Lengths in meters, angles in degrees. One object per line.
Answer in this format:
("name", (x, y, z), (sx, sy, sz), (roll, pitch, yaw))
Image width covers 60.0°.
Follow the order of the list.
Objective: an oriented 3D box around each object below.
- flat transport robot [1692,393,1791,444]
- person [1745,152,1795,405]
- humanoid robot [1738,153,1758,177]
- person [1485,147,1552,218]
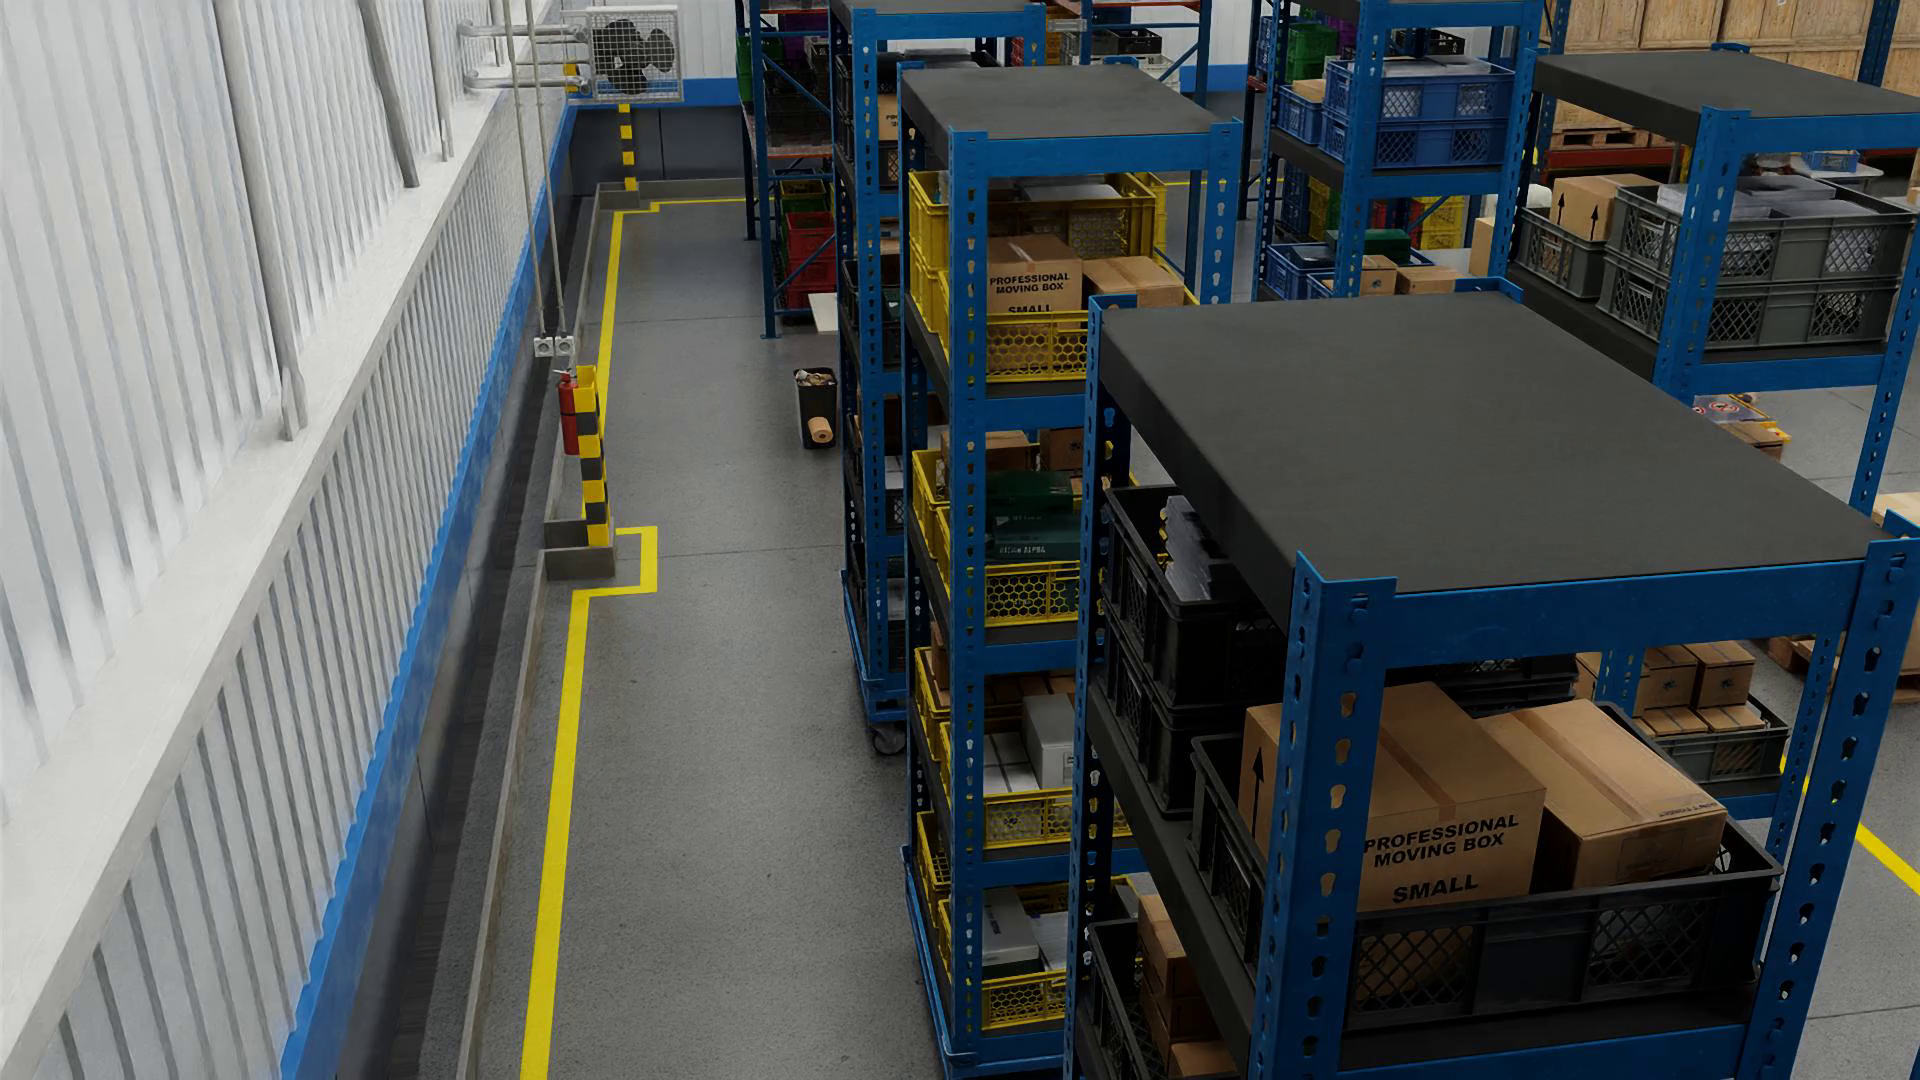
("flat transport robot", (5.224, -0.859, 12.132), (1.431, 0.197, 0.652), (-4, 25, -8))
("person", (5.993, -2.023, 12.578), (0.685, 2.000, 0.535), (11, 27, 23))
("humanoid robot", (7.218, -3.166, 15.496), (0.645, 1.644, 0.499), (6, 25, 13))
("person", (4.531, -2.368, 13.654), (0.525, 1.768, 0.312), (5, 25, 11))
